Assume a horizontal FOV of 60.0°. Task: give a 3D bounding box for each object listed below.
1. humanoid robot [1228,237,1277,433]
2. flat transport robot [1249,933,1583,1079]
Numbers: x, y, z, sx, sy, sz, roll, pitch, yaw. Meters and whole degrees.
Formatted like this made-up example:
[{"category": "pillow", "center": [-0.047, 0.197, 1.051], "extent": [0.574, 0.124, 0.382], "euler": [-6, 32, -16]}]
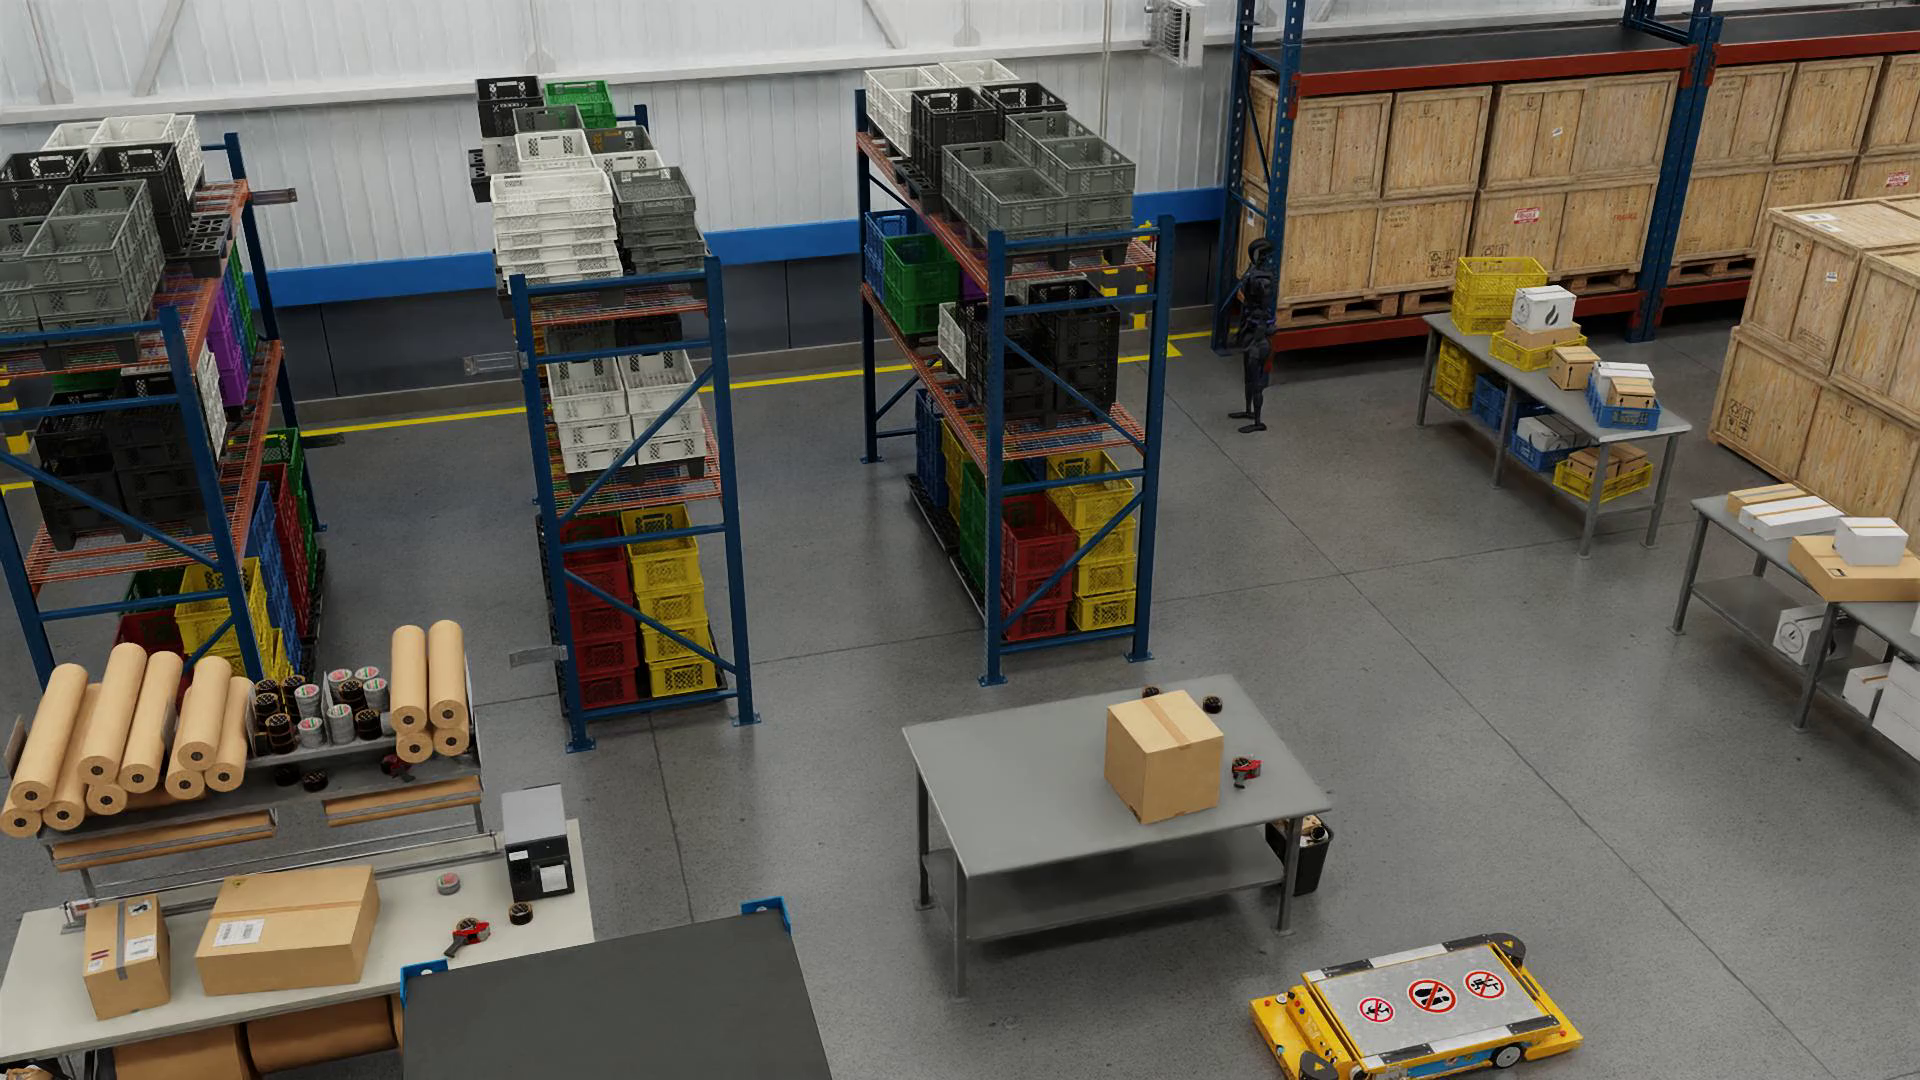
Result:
[{"category": "humanoid robot", "center": [2.430, -1.710, 13.796], "extent": [0.326, 1.656, 0.587], "euler": [-3, 29, -6]}, {"category": "flat transport robot", "center": [2.184, 2.282, 7.980], "extent": [1.431, 0.197, 0.652], "euler": [-8, 30, -14]}]
